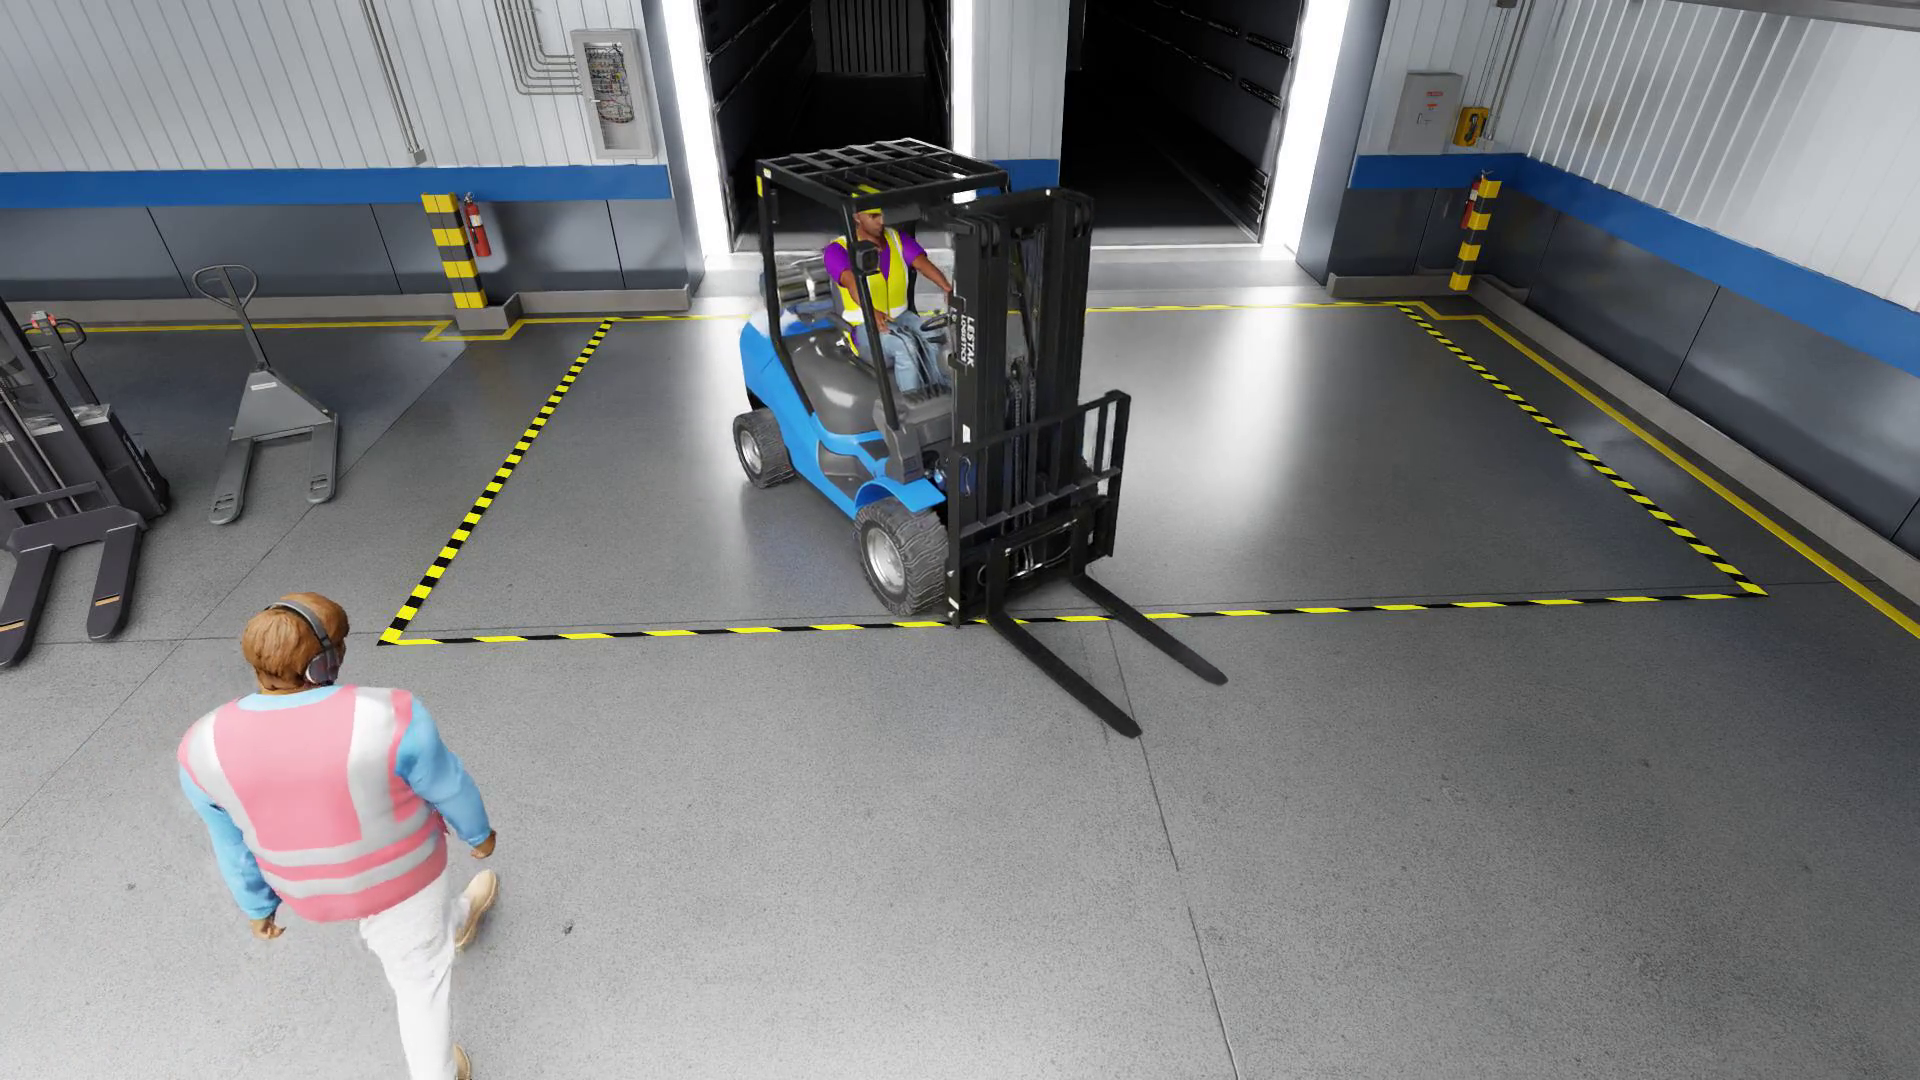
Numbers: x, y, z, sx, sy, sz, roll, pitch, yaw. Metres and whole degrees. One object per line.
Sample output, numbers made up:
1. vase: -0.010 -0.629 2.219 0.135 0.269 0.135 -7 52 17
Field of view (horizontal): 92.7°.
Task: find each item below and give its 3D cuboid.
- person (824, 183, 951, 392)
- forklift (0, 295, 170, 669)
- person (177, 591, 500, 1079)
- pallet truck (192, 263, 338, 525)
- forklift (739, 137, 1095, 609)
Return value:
1. person: -0.326 -1.271 5.178 0.630 1.293 1.004 -22 41 -29
2. forklift: -5.212 -0.618 4.878 0.823 1.965 1.885 -20 39 -26
3. person: -1.777 0.948 2.806 0.650 1.791 0.935 -4 35 -5
4. pallet truck: -4.778 -1.027 6.128 0.680 1.201 1.601 -17 38 -23
5. forklift: -0.352 -1.148 5.329 1.157 2.036 2.680 -22 41 -29
